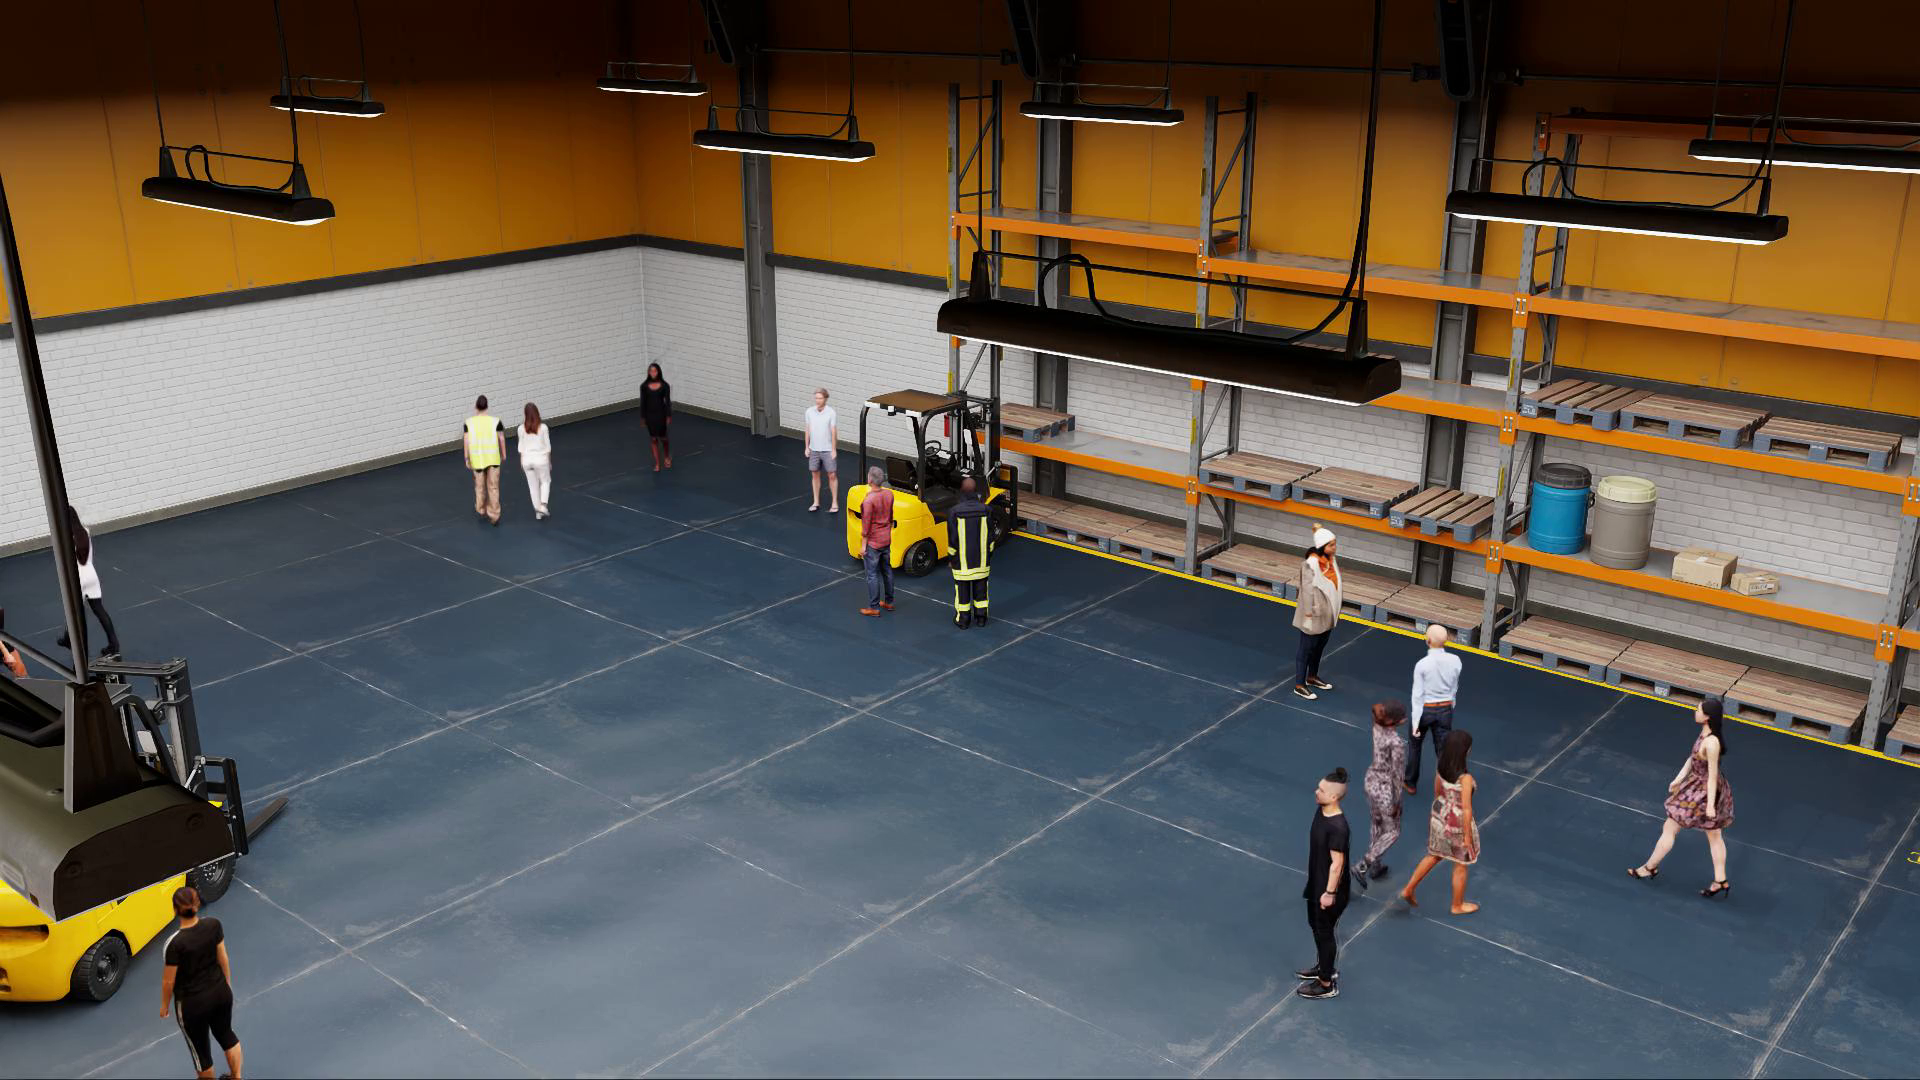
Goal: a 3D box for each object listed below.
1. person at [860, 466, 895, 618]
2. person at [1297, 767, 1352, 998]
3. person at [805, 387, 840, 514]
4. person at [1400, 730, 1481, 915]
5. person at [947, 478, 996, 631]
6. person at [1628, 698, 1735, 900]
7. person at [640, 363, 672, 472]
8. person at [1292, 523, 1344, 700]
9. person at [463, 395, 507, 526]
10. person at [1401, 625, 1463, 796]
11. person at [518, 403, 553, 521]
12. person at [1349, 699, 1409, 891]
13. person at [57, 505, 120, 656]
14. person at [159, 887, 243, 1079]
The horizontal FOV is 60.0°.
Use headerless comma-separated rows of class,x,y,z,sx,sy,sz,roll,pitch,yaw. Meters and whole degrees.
person,-0.992,0.004,19.974,0.522,1.831,0.684,15,24,37
person,2.752,2.532,12.410,0.823,1.869,0.780,0,19,-1
person,-1.963,-1.308,23.874,0.628,1.828,0.768,5,19,15
person,3.923,2.301,13.461,0.964,1.635,0.963,-6,20,-18
person,0.126,0.142,19.579,0.866,1.822,0.893,-4,19,-13
person,6.232,2.158,13.725,1.086,1.738,0.789,8,20,22
person,-4.722,-1.930,25.902,0.734,1.714,0.811,1,19,3
person,3.797,0.732,17.724,0.642,1.887,0.676,15,24,38
person,-6.627,-1.086,23.235,1.035,1.816,1.153,-5,19,-16
person,4.358,1.659,15.173,1.139,1.759,1.243,-3,19,-8
person,-5.984,-1.085,23.452,0.753,1.676,0.808,-3,19,-9
person,3.488,2.130,13.864,0.865,1.702,0.906,-8,20,-22
person,-9.778,0.496,18.626,1.214,1.760,0.827,8,20,23
person,-5.048,3.074,11.120,0.620,1.665,0.633,10,21,27
